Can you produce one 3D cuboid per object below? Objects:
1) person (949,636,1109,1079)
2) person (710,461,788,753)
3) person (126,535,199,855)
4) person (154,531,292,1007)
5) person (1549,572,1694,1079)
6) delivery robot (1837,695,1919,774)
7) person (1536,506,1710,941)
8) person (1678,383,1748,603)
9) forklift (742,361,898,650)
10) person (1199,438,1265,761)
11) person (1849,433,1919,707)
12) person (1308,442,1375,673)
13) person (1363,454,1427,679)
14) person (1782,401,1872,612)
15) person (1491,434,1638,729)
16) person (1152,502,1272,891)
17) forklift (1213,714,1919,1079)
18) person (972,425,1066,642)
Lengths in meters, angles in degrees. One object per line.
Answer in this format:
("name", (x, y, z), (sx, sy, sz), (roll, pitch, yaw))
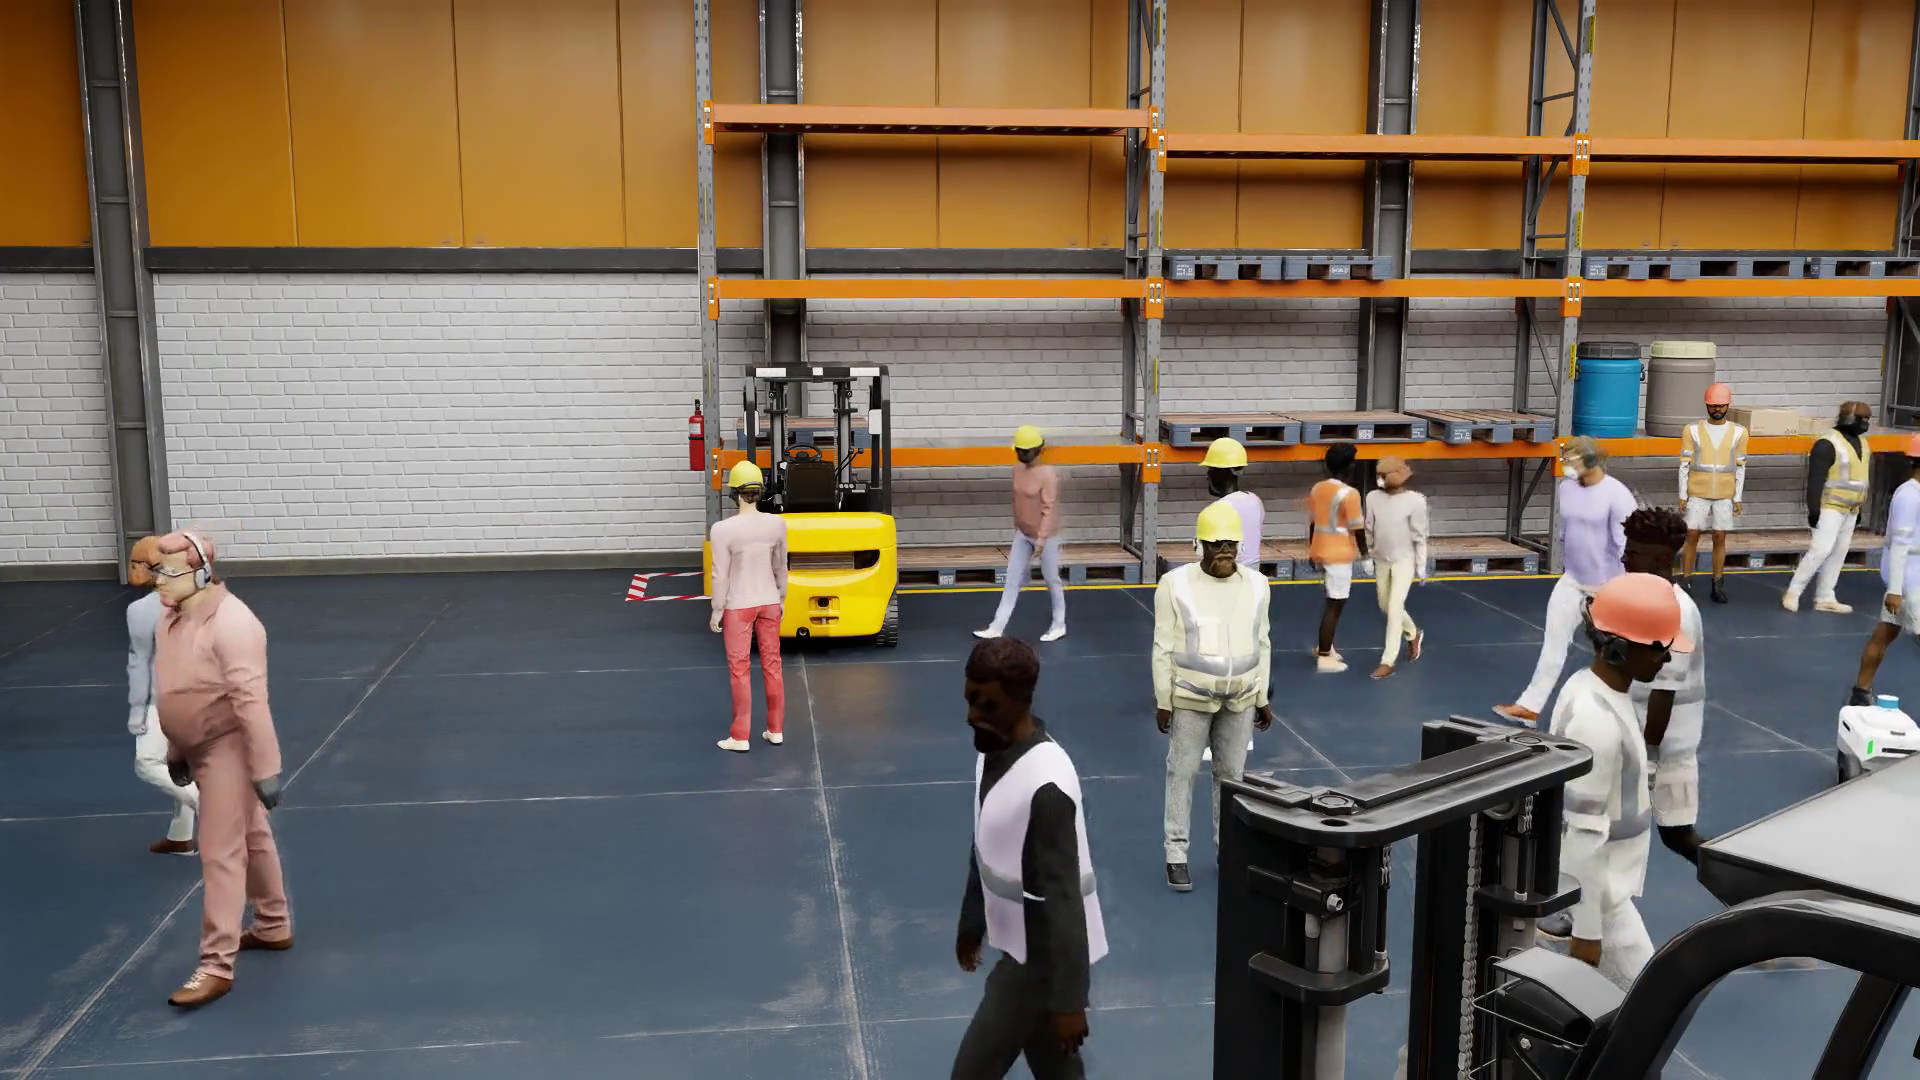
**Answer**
("person", (0.092, 1.191, 4.792), (0.828, 1.872, 0.660), (-1, 9, -7))
("person", (-1.278, 0.403, 10.060), (0.525, 1.769, 0.315), (-7, 11, -37))
("person", (-3.808, 0.784, 8.119), (0.492, 1.621, 0.510), (2, 9, 10))
("person", (-3.041, 0.884, 6.754), (0.667, 1.871, 0.673), (-9, 13, -44))
("person", (2.062, 1.065, 5.255), (0.775, 1.984, 0.663), (3, 10, 21))
("delivery robot", (5.103, 1.101, 9.180), (0.477, 0.478, 0.707), (3, 9, 16))
("person", (3.001, 0.816, 6.977), (0.944, 1.931, 0.615), (2, 9, 11))
("person", (6.599, -0.411, 14.608), (0.545, 1.938, 0.359), (3, 9, 16))
("forklift", (-1.154, -0.340, 13.365), (1.214, 2.155, 2.313), (-1, 9, -7))
("person", (1.575, 0.357, 9.842), (0.378, 1.928, 0.585), (6, 11, 35))
("person", (6.187, 0.256, 10.558), (0.930, 1.896, 0.569), (6, 11, 34))
("person", (2.758, 0.129, 12.017), (0.444, 1.683, 0.540), (-3, 9, -16))
("person", (3.193, 0.163, 12.071), (0.741, 1.601, 0.533), (-8, 12, -42))
("person", (7.423, -0.272, 14.149), (0.691, 1.820, 0.509), (-6, 11, -32))
("person", (3.902, 0.296, 10.370), (0.899, 1.880, 0.707), (-4, 10, -25))
("person", (1.194, 0.729, 7.813), (0.588, 1.835, 0.403), (-2, 9, -13))
("forklift", (1.441, 1.425, 2.350), (1.214, 2.155, 2.313), (-7, 12, -39))
("person", (0.505, -0.025, 12.849), (0.888, 1.719, 0.551), (-7, 12, -38))
